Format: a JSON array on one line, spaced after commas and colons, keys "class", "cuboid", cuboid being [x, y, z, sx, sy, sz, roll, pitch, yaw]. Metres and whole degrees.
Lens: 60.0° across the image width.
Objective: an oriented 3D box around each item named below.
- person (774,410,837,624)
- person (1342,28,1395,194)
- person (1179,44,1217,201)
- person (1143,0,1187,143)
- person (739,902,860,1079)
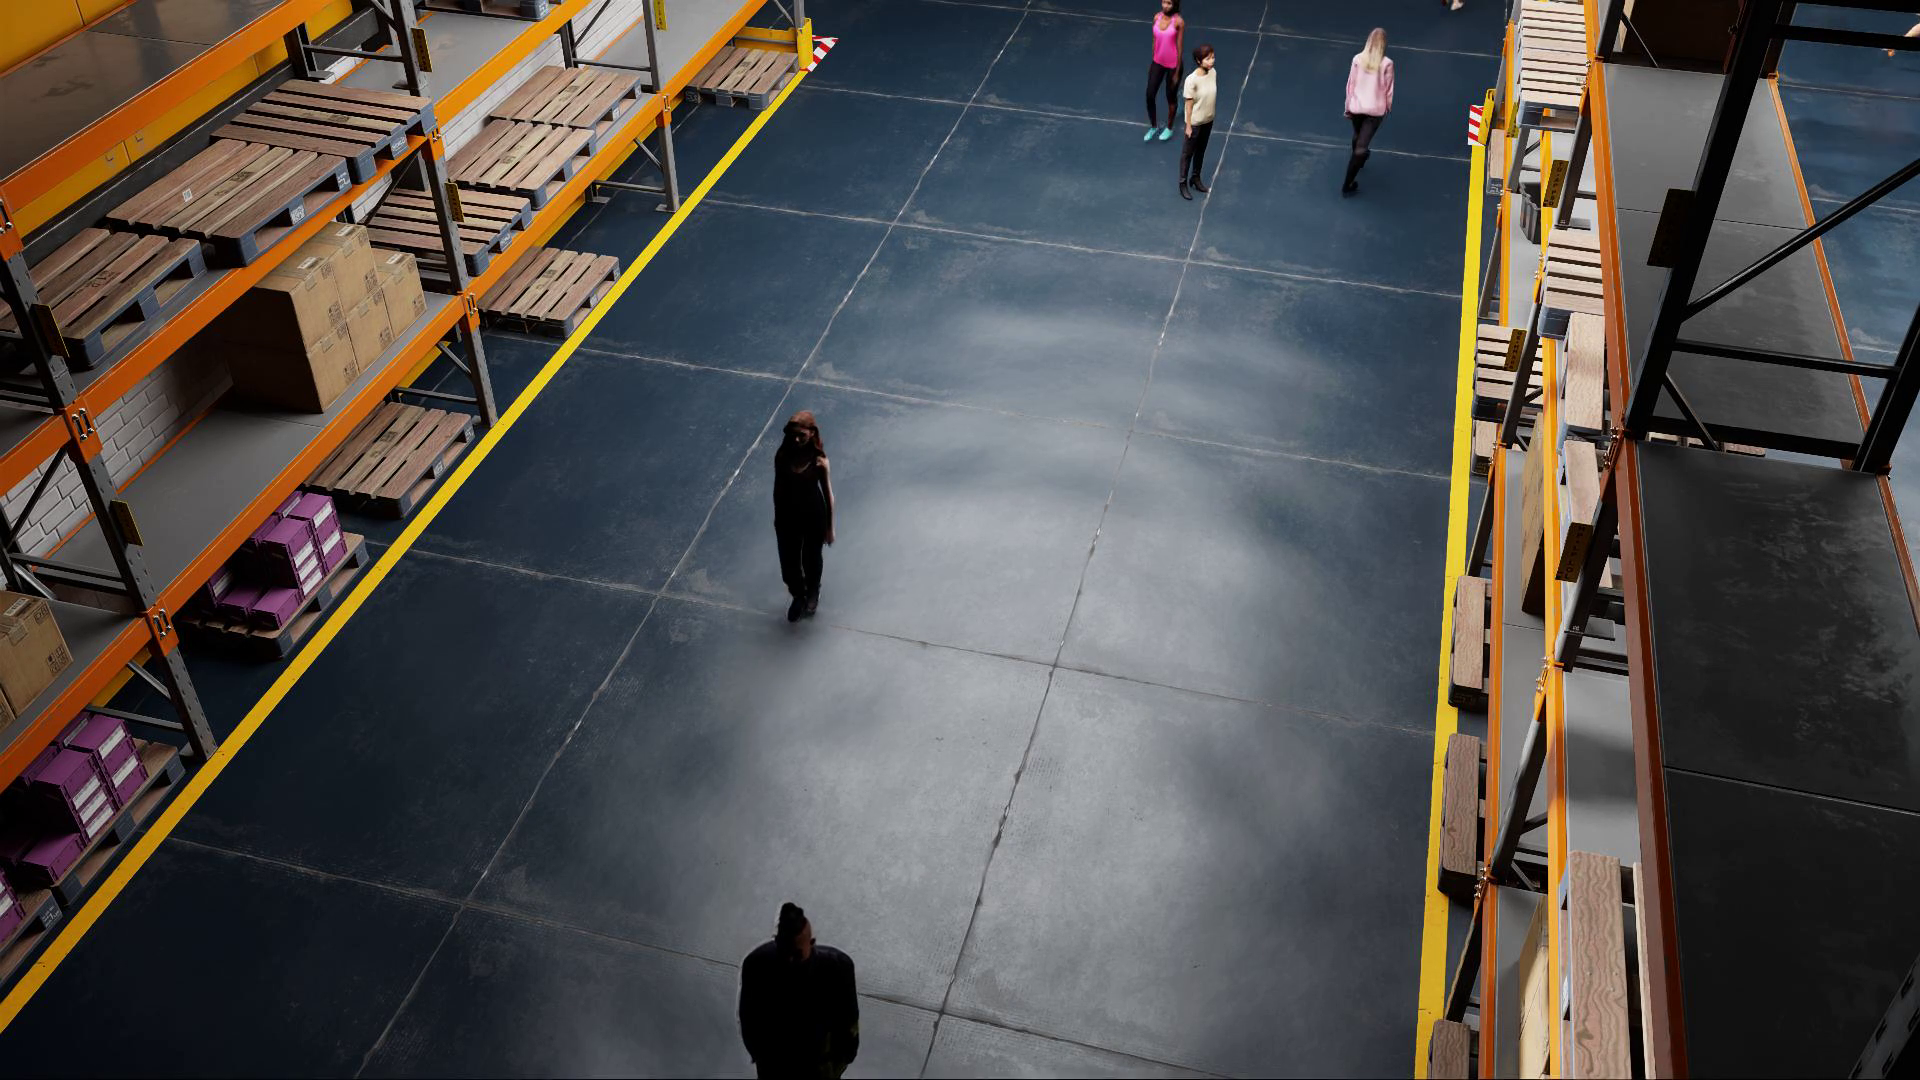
[{"class": "person", "cuboid": [-1.079, -0.230, 11.760, 0.665, 1.734, 0.701, 4, 39, 5]}, {"class": "person", "cuboid": [4.118, -4.351, 16.991, 0.855, 1.644, 1.154, 24, 45, 27]}, {"class": "person", "cuboid": [2.428, -4.273, 16.939, 0.603, 1.588, 0.717, -29, 47, -31]}, {"class": "person", "cuboid": [2.273, -5.128, 17.916, 0.660, 1.705, 0.723, 21, 43, 24]}, {"class": "person", "cuboid": [-0.788, 2.457, 8.294, 0.806, 1.860, 0.765, 2, 39, 2]}]
